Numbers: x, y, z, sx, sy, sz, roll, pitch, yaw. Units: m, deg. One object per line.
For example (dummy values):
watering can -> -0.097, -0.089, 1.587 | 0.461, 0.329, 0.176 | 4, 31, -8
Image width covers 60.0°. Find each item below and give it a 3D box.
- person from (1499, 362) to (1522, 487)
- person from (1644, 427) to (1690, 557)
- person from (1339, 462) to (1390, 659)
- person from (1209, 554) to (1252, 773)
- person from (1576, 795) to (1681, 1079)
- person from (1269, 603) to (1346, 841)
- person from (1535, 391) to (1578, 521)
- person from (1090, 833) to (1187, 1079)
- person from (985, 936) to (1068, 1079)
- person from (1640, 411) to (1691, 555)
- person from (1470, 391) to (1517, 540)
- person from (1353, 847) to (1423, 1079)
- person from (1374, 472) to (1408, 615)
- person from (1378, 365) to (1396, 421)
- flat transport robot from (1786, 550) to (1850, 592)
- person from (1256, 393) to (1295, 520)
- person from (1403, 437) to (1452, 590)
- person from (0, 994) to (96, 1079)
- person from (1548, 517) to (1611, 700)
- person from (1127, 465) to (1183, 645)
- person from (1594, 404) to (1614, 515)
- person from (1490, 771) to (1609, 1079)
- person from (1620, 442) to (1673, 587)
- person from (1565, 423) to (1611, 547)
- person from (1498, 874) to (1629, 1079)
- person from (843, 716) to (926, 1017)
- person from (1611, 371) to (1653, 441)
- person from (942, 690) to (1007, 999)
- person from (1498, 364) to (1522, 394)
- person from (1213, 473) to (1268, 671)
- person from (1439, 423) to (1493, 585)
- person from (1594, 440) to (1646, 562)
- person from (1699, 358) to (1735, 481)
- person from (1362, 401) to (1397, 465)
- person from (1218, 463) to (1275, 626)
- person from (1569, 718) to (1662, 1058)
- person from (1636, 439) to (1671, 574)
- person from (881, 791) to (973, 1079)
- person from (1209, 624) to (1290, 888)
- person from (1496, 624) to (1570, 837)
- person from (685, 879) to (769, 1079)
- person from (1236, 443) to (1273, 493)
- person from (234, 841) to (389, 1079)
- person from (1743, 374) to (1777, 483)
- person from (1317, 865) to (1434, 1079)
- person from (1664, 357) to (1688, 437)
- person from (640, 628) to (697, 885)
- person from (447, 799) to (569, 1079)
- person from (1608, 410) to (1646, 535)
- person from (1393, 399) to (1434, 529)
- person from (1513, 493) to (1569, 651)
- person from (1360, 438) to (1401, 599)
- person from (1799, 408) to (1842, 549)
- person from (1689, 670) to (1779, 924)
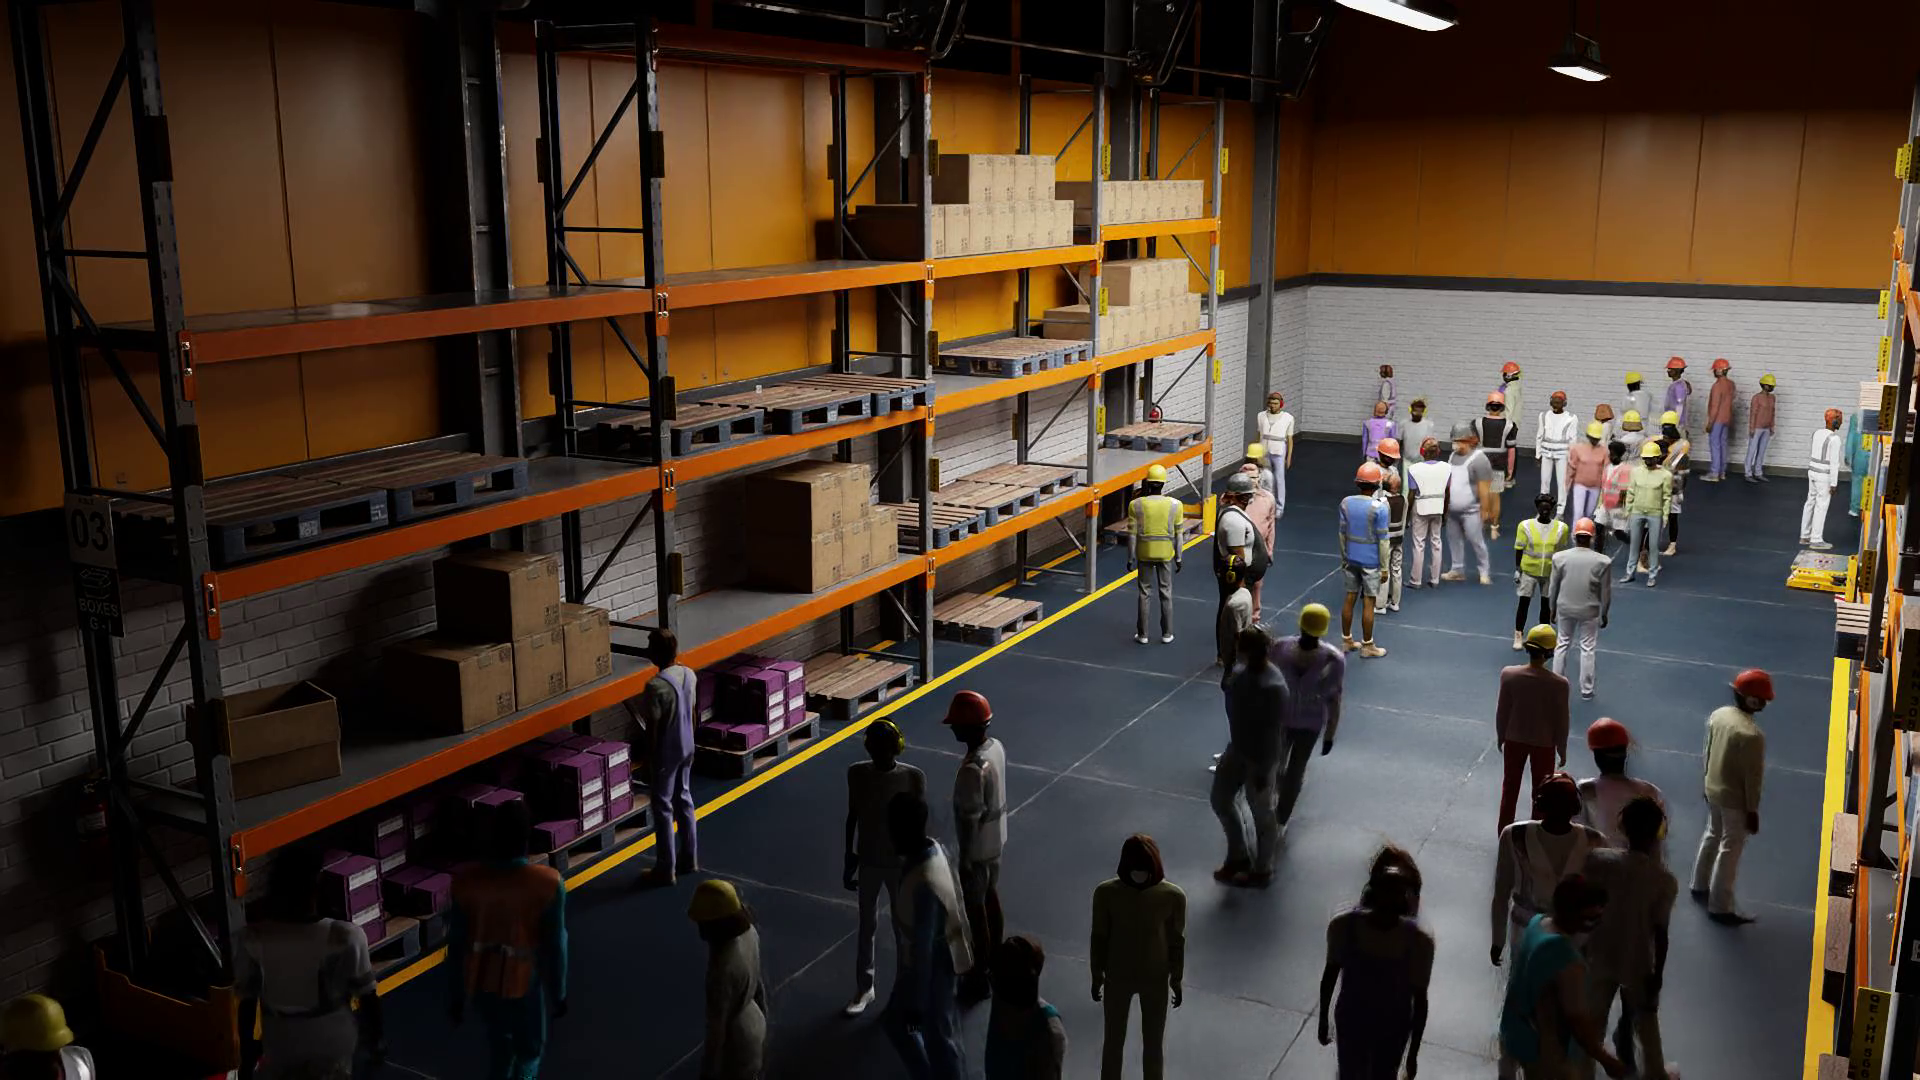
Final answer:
person -> 8.714, -1.838, 26.443 | 0.396, 1.992, 0.623 | 8, 15, 31
person -> 9.226, -0.635, 21.720 | 0.318, 1.697, 0.540 | -8, 15, -33
person -> 4.182, 0.206, 17.172 | 0.368, 2.048, 0.607 | -10, 16, -37
person -> 2.273, 1.033, 13.872 | 0.313, 1.869, 0.528 | 4, 13, 18
person -> 3.508, 2.210, 8.723 | 0.498, 1.816, 0.935 | 11, 17, 41
person -> 2.550, 1.339, 12.455 | 0.663, 1.879, 0.549 | 6, 14, 26
person -> 8.547, -1.207, 23.885 | 0.576, 1.880, 0.353 | 10, 16, 39
person -> 0.927, 2.308, 8.696 | 0.500, 1.633, 0.280 | 1, 13, 4
person -> 0.268, 2.550, 7.153 | 0.332, 1.838, 0.506 | -6, 14, -26
person -> 9.209, -0.741, 21.790 | 0.593, 1.878, 0.755 | 11, 17, 40
person -> 7.232, -1.013, 22.673 | 0.611, 2.032, 0.411 | 4, 13, 16
person -> 2.207, 2.335, 8.682 | 0.521, 1.581, 0.681 | -11, 17, -41
person -> 4.854, 0.033, 18.854 | 0.521, 1.645, 0.306 | -9, 15, -34
person -> 7.471, -2.259, 29.160 | 0.319, 1.631, 0.514 | 5, 13, 20
flat transport robot -> 10.607, 0.373, 20.437 | 0.652, 0.197, 1.431 | 8, 15, 31
person -> 4.546, -1.224, 24.059 | 0.560, 1.836, 0.394 | 9, 15, 34
person -> 5.595, -0.309, 19.931 | 0.564, 1.846, 0.383 | -3, 13, -13
person -> -3.651, 2.665, 6.673 | 0.403, 1.825, 0.593 | 6, 14, 24
person -> 5.915, 0.646, 15.892 | 0.569, 1.744, 0.350 | 8, 15, 32
person -> 2.063, 0.156, 17.667 | 0.591, 1.925, 0.385 | 0, 13, 1
person -> 9.359, -1.177, 24.297 | 0.279, 1.634, 0.499 | 8, 15, 33
person -> 3.133, 2.138, 8.891 | 0.584, 1.882, 0.349 | 2, 13, 8
person -> 8.309, -0.311, 20.123 | 0.533, 1.767, 0.326 | 11, 16, 40
person -> 8.290, -0.683, 21.905 | 0.543, 1.708, 0.908 | 3, 13, 11
person -> 2.822, 2.410, 7.845 | 0.529, 1.808, 0.583 | 1, 13, 6
person -> -0.445, 1.934, 9.853 | 0.517, 1.865, 0.328 | 2, 13, 9
person -> 10.640, -1.716, 26.159 | 0.588, 1.878, 0.913 | -7, 15, -30
person -> 0.084, 1.843, 10.120 | 0.386, 1.929, 0.543 | 4, 13, 18
person -> 8.841, -1.895, 26.873 | 0.382, 1.917, 0.585 | 5, 13, 21
person -> 2.804, 0.326, 16.650 | 0.536, 2.000, 0.676 | 0, 13, -2
person -> 6.198, -0.470, 20.214 | 0.719, 2.000, 0.725 | -5, 14, -23
person -> 8.297, -0.444, 20.934 | 0.673, 1.667, 0.537 | -3, 13, -13
person -> 12.285, -1.954, 26.965 | 0.622, 1.990, 0.402 | -11, 16, -39
person -> 6.173, -1.230, 24.522 | 0.520, 1.639, 0.312 | 8, 15, 32
person -> 3.085, 0.121, 17.873 | 0.643, 1.909, 0.410 | -2, 13, -10
person -> 3.755, 1.962, 9.690 | 0.662, 1.868, 0.953 | 1, 13, 2
person -> 8.673, -0.428, 20.800 | 0.540, 1.695, 0.317 | -8, 15, -32
person -> -0.180, 2.220, 8.550 | 0.482, 1.888, 0.667 | -2, 13, -9
person -> 1.992, 1.515, 11.567 | 0.568, 1.923, 0.643 | -5, 14, -22
person -> 4.175, 1.472, 12.137 | 0.530, 1.767, 0.328 | 10, 16, 39
person -> -1.098, 2.415, 7.995 | 0.444, 1.719, 0.508 | 2, 13, 11
person -> 3.550, -0.329, 20.286 | 0.499, 1.726, 0.355 | 9, 16, 36
person -> -3.056, 2.334, 7.926 | 0.630, 1.911, 1.015 | 0, 13, 1
person -> 12.932, -1.801, 26.807 | 0.524, 1.762, 0.339 | -6, 14, -25
person -> 2.002, 2.370, 8.080 | 0.511, 1.802, 0.903 | 3, 13, 14
person -> 11.429, -1.917, 26.684 | 0.388, 2.045, 0.605 | 4, 13, 19
person -> -2.054, 1.520, 11.780 | 0.350, 1.835, 0.519 | 7, 14, 27
person -> -2.294, 2.264, 8.328 | 0.609, 1.886, 0.662 | 3, 13, 11
person -> 9.207, -0.920, 22.916 | 0.485, 1.736, 0.321 | -9, 15, -35
person -> 6.446, -1.119, 23.646 | 0.583, 1.820, 0.950 | 4, 13, 17
person -> 6.060, 0.335, 17.385 | 0.537, 1.695, 0.320 | 2, 13, 10
person -> 4.938, -0.242, 19.448 | 0.543, 1.928, 0.370 | -10, 16, -38
person -> 11.498, -0.819, 22.161 | 0.354, 1.877, 0.573 | -1, 13, -3
person -> 5.218, 1.699, 11.229 | 0.381, 1.735, 0.666 | -1, 13, -3
